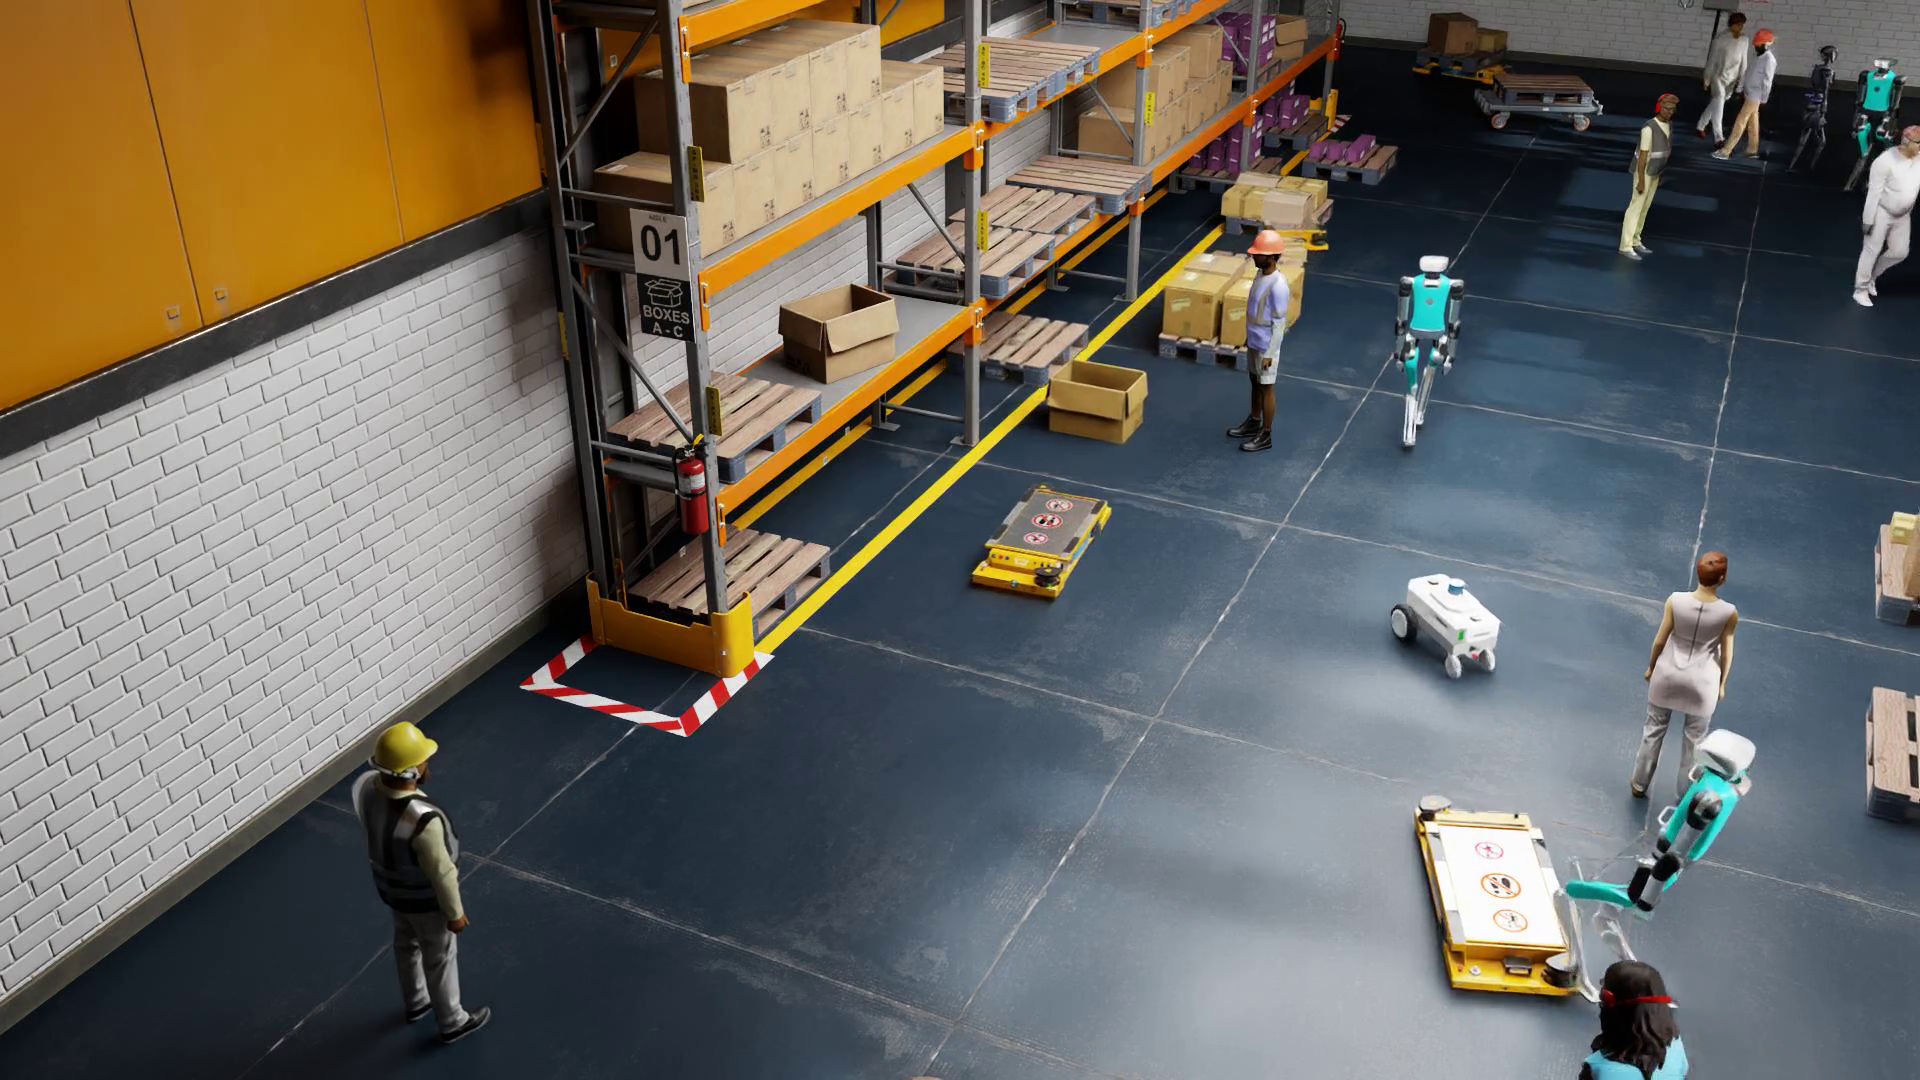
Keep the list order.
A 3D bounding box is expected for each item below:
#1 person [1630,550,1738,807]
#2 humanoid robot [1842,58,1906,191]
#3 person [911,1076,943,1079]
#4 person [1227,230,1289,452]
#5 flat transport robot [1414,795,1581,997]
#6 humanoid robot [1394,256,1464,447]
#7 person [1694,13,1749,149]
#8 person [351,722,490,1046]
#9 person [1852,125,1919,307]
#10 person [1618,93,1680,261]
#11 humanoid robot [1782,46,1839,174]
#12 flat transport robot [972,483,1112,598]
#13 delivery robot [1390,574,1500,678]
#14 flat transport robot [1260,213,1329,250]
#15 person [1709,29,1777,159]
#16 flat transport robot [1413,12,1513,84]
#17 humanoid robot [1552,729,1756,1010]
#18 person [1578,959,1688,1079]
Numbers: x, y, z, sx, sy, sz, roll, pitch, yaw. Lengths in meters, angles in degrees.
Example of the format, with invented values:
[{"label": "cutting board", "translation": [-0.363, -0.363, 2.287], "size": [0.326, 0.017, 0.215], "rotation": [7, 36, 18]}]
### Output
[{"label": "person", "translation": [4.249, 0.816, 9.749], "size": [0.443, 1.657, 0.287], "rotation": [14, 32, 25]}, {"label": "humanoid robot", "translation": [11.461, -5.178, 20.771], "size": [0.947, 1.729, 0.543], "rotation": [-25, 37, -38]}, {"label": "person", "translation": [-0.108, 2.675, 6.297], "size": [0.338, 1.662, 0.480], "rotation": [13, 31, 22]}, {"label": "person", "translation": [2.548, -1.687, 14.100], "size": [0.359, 1.939, 0.542], "rotation": [-5, 29, -9]}, {"label": "flat transport robot", "translation": [2.935, 1.932, 9.147], "size": [0.659, 0.231, 1.431], "rotation": [3, 28, 5]}, {"label": "humanoid robot", "translation": [3.991, -1.667, 14.302], "size": [0.551, 1.754, 1.035], "rotation": [8, 29, 14]}, {"label": "person", "translation": [10.539, -6.360, 22.931], "size": [0.512, 1.786, 0.958], "rotation": [-5, 29, -9]}, {"label": "person", "translation": [-2.596, 1.657, 8.023], "size": [0.594, 1.826, 0.403], "rotation": [21, 35, 34]}, {"label": "person", "translation": [9.638, -3.360, 17.248], "size": [0.661, 1.891, 0.444], "rotation": [-6, 29, -12]}, {"label": "person", "translation": [7.714, -4.086, 18.651], "size": [0.396, 1.839, 0.563], "rotation": [25, 37, 38]}, {"label": "humanoid robot", "translation": [11.127, -5.568, 21.579], "size": [0.551, 1.650, 0.593], "rotation": [5, 29, 9]}, {"label": "flat transport robot", "translation": [0.649, -0.014, 12.754], "size": [0.659, 0.231, 1.431], "rotation": [10, 30, 19]}, {"label": "delivery robot", "translation": [3.357, 0.541, 11.442], "size": [0.499, 0.612, 0.789], "rotation": [-9, 30, -16]}, {"label": "flat transport robot", "translation": [3.854, -3.707, 19.601], "size": [0.659, 0.231, 1.431], "rotation": [-1, 28, -3]}, {"label": "person", "translation": [10.509, -5.954, 22.235], "size": [0.724, 1.719, 0.590], "rotation": [3, 28, 6]}, {"label": "flat transport robot", "translation": [8.102, -7.586, 26.794], "size": [1.431, 0.231, 0.659], "rotation": [22, 35, 35]}, {"label": "humanoid robot", "translation": [3.301, 1.598, 8.220], "size": [0.866, 1.750, 0.545], "rotation": [21, 35, 33]}, {"label": "person", "translation": [2.479, 2.426, 6.583], "size": [0.645, 1.816, 0.884], "rotation": [-20, 34, -32]}]
